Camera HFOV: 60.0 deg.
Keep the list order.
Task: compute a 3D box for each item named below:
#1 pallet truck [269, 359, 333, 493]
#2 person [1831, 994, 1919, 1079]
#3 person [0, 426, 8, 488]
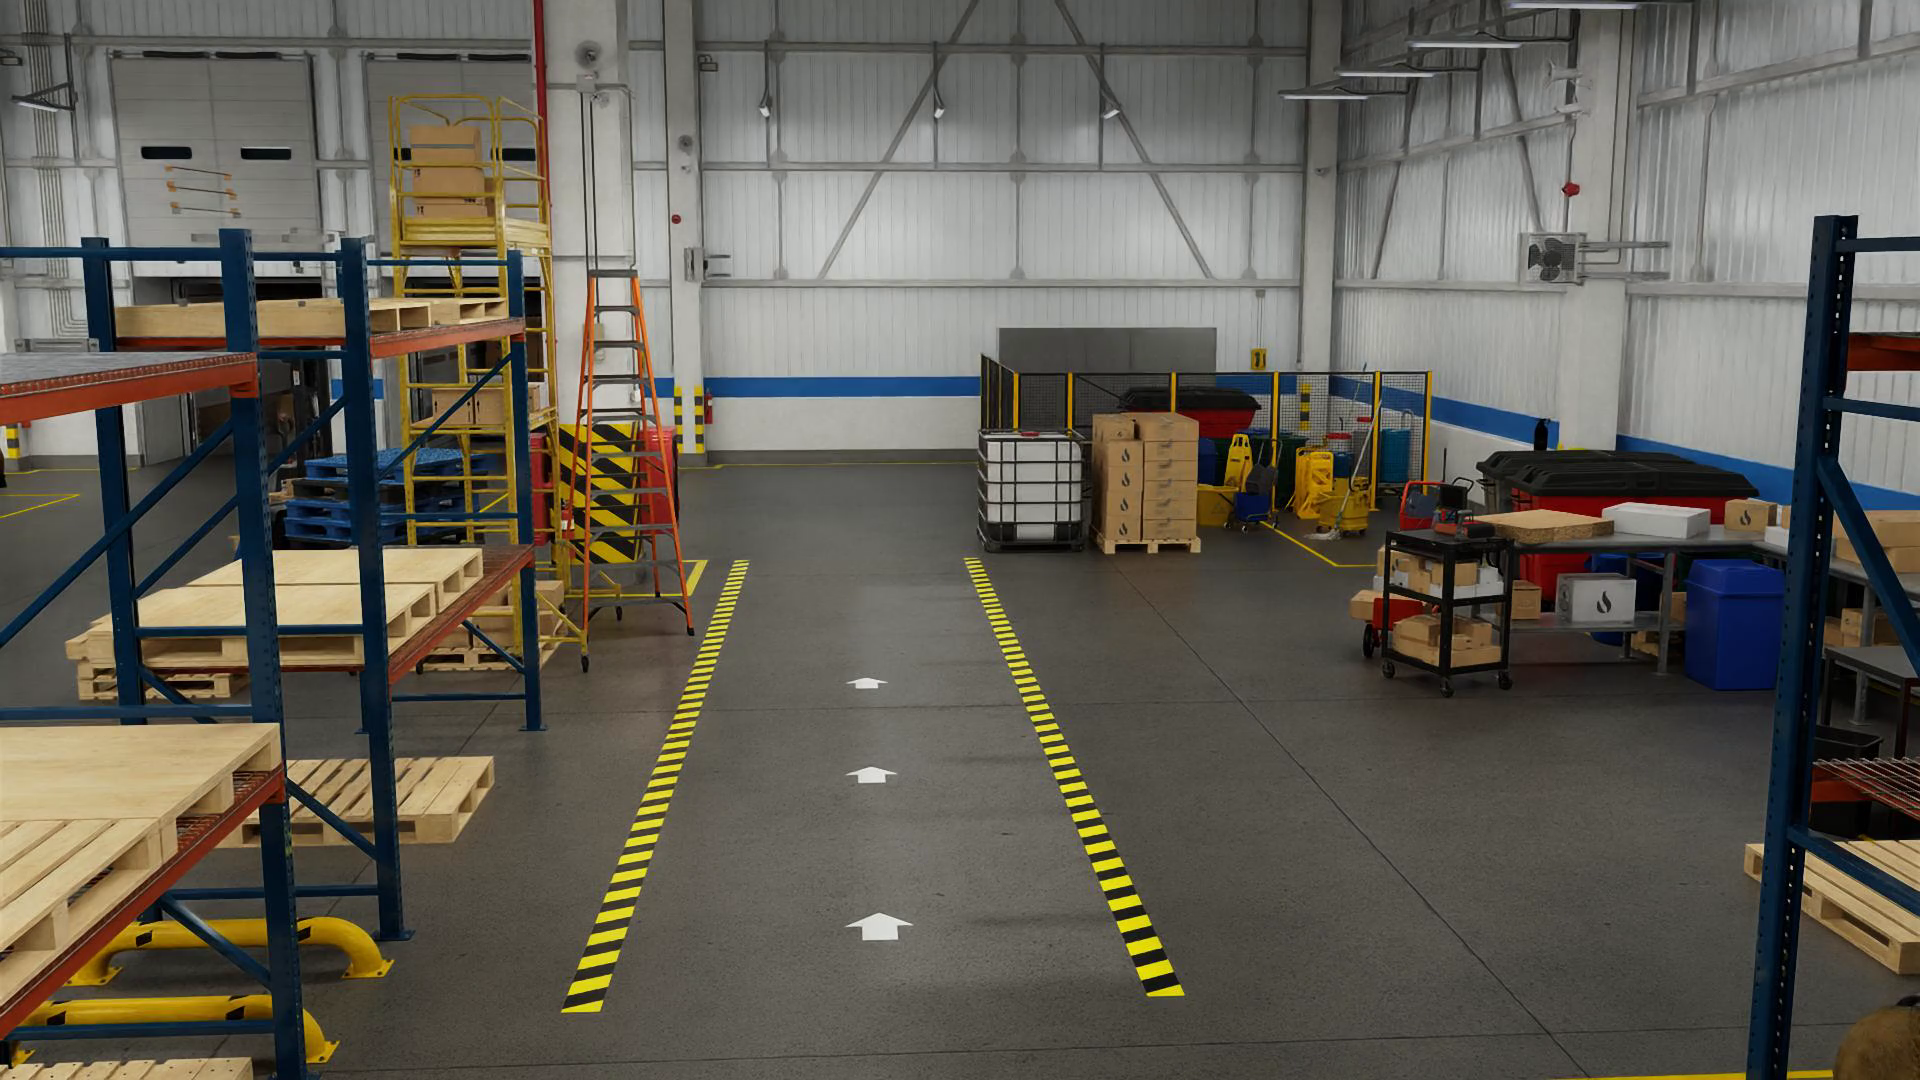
[{"bbox_3d":[-7.062,-1.131,18.996,1.885,1.965,0.823,2,9,13],"label":"pallet truck"},{"bbox_3d":[1.231,1.559,2.301,0.372,1.936,0.629,-4,10,-21],"label":"person"},{"bbox_3d":[-13.175,-1.655,22.504,0.389,1.930,0.544,-8,12,-41],"label":"person"}]
